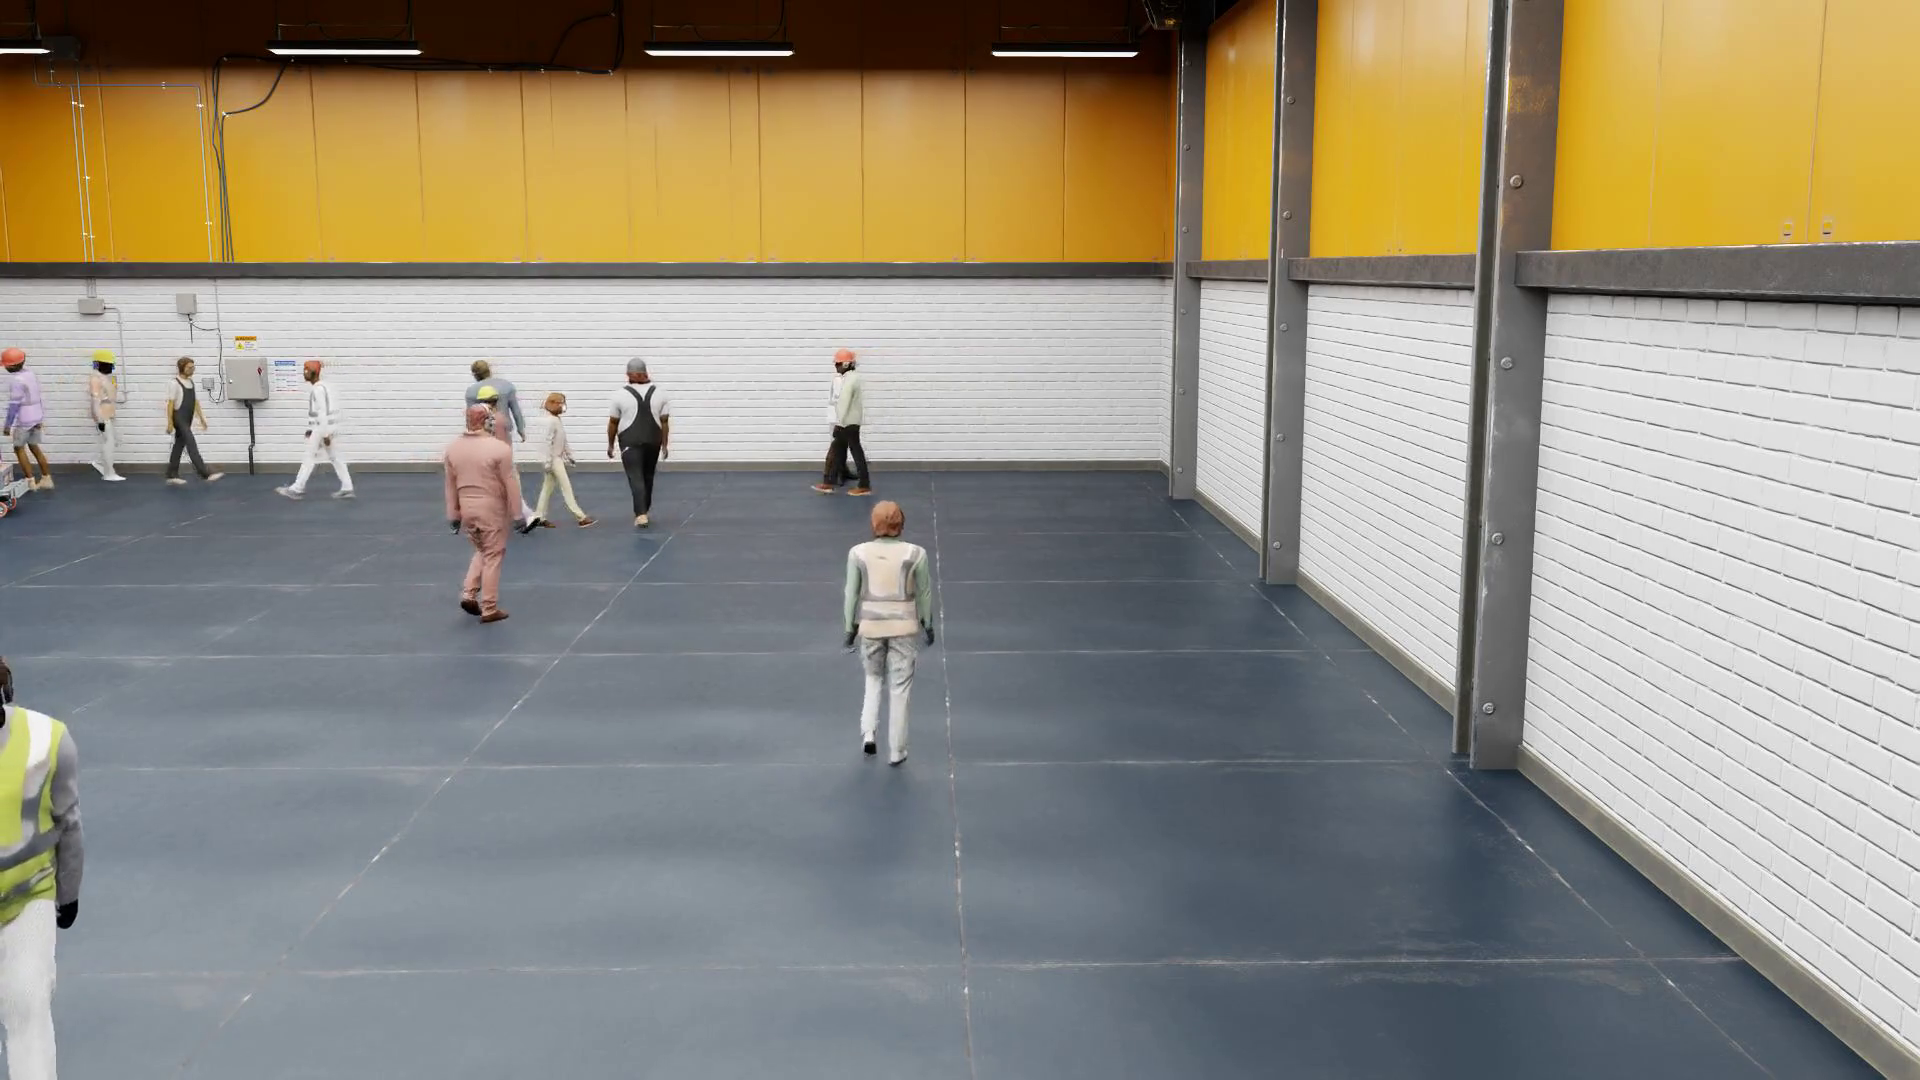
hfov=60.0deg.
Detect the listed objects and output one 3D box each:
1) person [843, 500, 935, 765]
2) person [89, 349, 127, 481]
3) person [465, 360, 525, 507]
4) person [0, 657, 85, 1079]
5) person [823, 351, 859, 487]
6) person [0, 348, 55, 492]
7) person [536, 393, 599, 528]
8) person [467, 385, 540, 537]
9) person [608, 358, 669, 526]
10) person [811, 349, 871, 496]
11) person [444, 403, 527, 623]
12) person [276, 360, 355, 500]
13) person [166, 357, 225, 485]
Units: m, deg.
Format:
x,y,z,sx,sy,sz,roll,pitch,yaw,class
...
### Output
x,y,z,sx,sy,sz,roll,pitch,yaw,class
-0.436,0.567,10.225,0.533,1.623,0.393,2,9,12,person
-12.189,-1.780,23.748,0.457,1.902,0.609,-1,9,-7,person
-5.926,-1.349,21.156,0.707,1.886,0.504,-7,12,-38,person
-3.343,1.228,5.686,0.639,1.795,0.976,-5,10,-26,person
-1.664,-1.706,23.357,0.514,1.900,0.700,0,9,-1,person
-12.661,-1.618,22.527,0.420,1.987,0.651,-1,9,-5,person
-4.620,-0.920,19.431,0.818,1.596,0.503,-1,9,-5,person
-5.177,-0.879,18.772,0.760,1.734,0.544,2,9,10,person
-3.819,-1.204,19.805,0.692,2.000,1.053,-5,11,-28,person
-1.612,-1.562,22.212,0.913,1.957,0.634,0,9,-3,person
-4.052,-0.231,14.293,0.646,1.892,0.444,4,10,25,person
-8.496,-1.440,21.885,0.985,1.832,0.598,-2,9,-13,person
-10.735,-1.645,23.254,0.942,1.796,0.505,0,9,1,person
